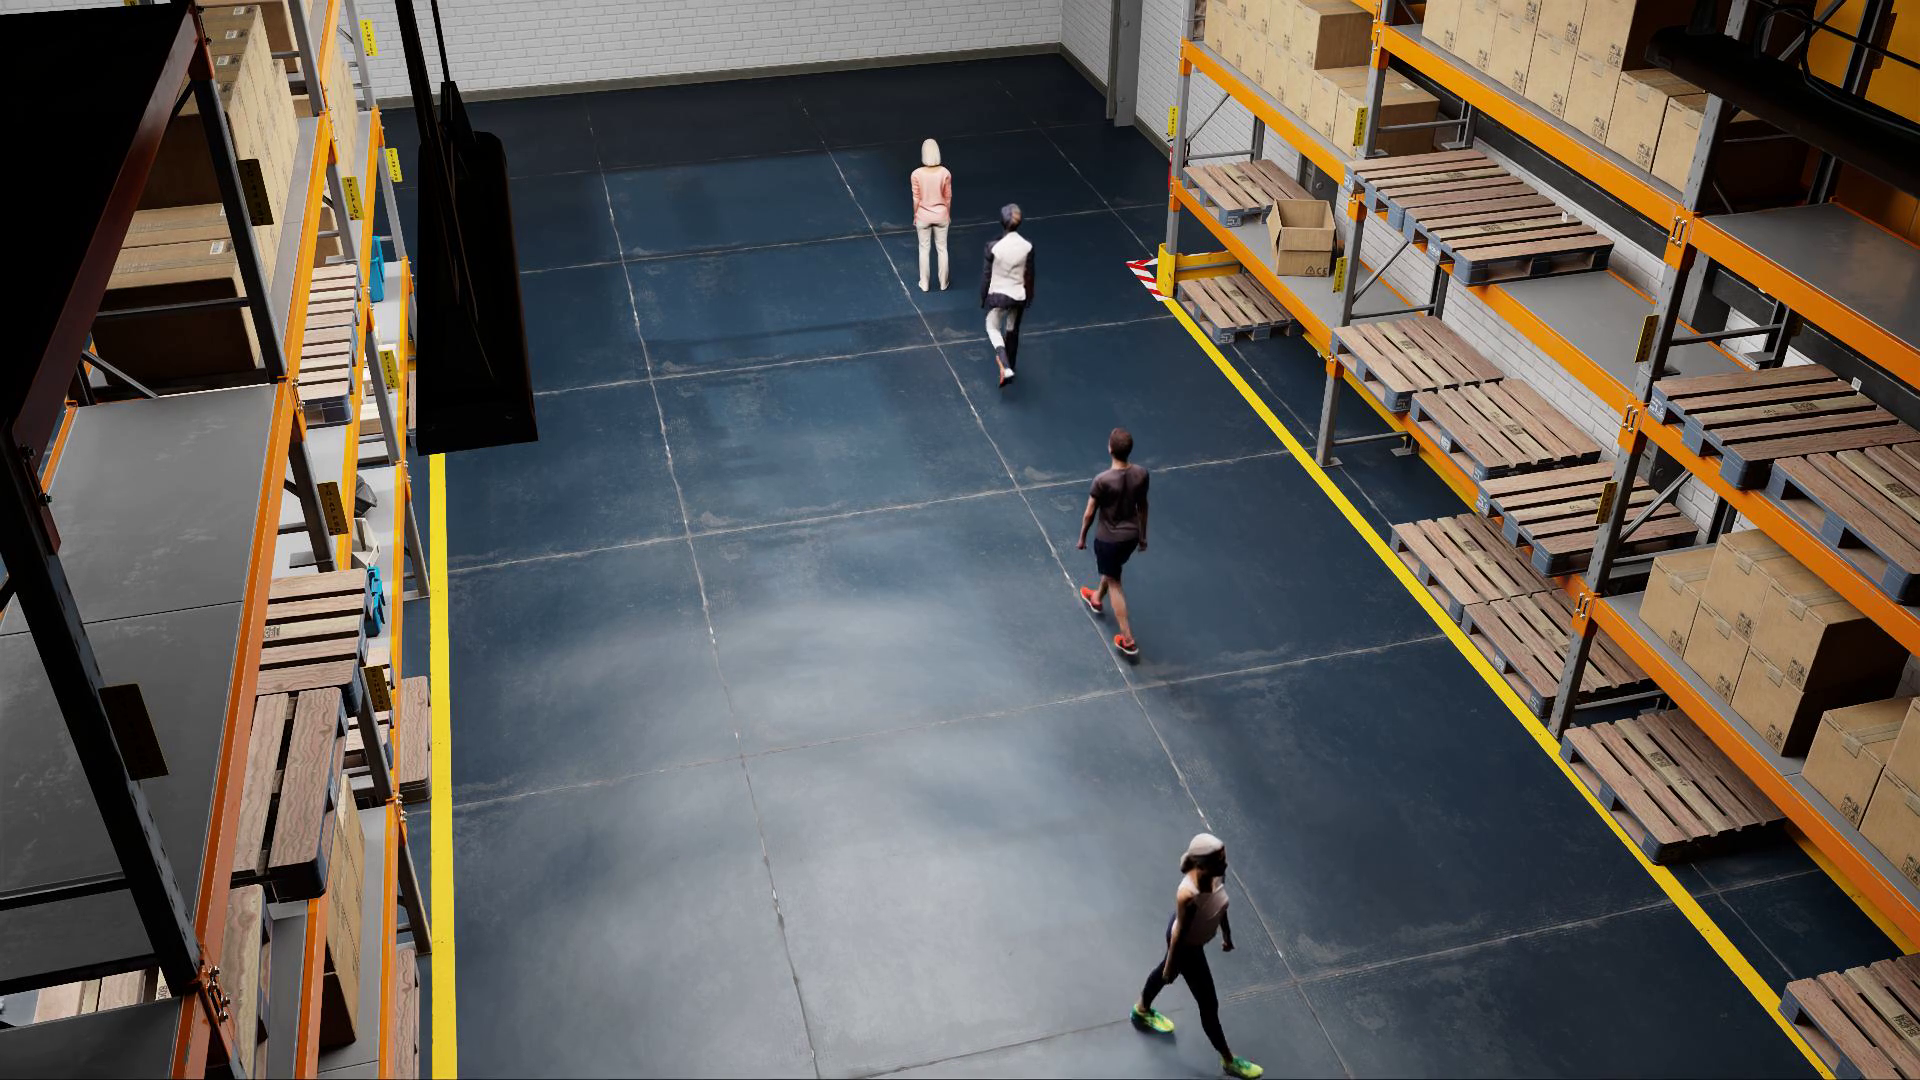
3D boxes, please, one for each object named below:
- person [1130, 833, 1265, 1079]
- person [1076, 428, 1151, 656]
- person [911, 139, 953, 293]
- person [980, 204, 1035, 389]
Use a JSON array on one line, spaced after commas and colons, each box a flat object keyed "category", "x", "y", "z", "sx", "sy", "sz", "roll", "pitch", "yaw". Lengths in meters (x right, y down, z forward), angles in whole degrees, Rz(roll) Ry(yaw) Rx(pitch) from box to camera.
[{"category": "person", "x": 1.224, "y": 2.288, "z": 9.502, "sx": 1.150, "sy": 1.661, "sz": 1.095, "roll": 18, "pitch": 38, "yaw": 25}, {"category": "person", "x": 1.228, "y": 0.047, "z": 12.743, "sx": 0.808, "sy": 1.807, "sz": 1.220, "roll": -14, "pitch": 36, "yaw": -20}, {"category": "person", "x": -0.306, "y": -3.559, "z": 18.241, "sx": 0.627, "sy": 1.725, "sz": 0.562, "roll": -4, "pitch": 34, "yaw": -6}, {"category": "person", "x": 0.472, "y": -2.330, "z": 16.251, "sx": 0.694, "sy": 1.881, "sz": 0.892, "roll": -7, "pitch": 34, "yaw": -10}]
